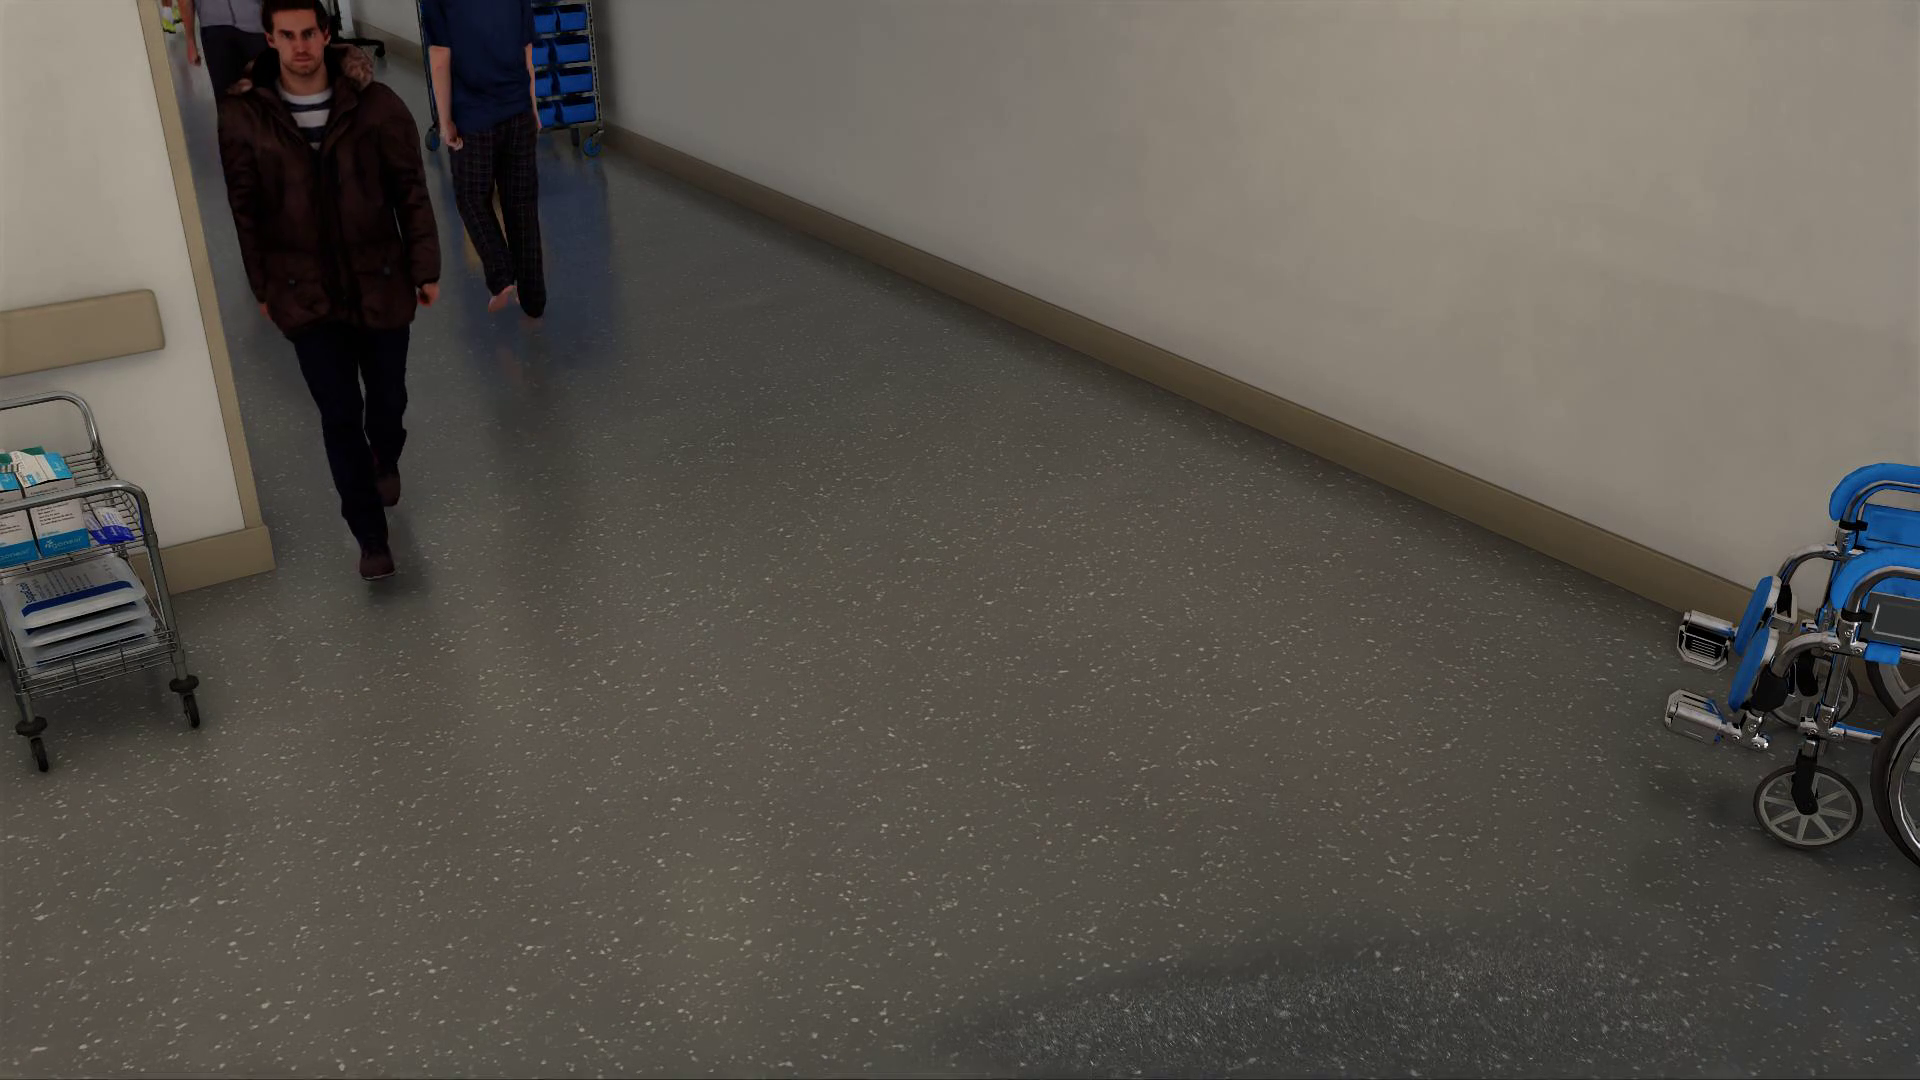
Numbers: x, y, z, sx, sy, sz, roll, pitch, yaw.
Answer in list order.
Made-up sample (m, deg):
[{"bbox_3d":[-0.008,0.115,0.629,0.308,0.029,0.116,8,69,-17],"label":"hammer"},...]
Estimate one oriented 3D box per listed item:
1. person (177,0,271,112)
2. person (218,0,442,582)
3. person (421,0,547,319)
[{"bbox_3d":[-4.270,-2.961,9.800,0.965,1.803,0.864,-12,28,-24],"label":"person"},{"bbox_3d":[-1.997,-0.843,5.397,1.169,1.812,0.992,-10,28,-20],"label":"person"},{"bbox_3d":[-2.067,-1.863,7.463,0.710,1.856,0.773,-12,28,-24],"label":"person"}]
